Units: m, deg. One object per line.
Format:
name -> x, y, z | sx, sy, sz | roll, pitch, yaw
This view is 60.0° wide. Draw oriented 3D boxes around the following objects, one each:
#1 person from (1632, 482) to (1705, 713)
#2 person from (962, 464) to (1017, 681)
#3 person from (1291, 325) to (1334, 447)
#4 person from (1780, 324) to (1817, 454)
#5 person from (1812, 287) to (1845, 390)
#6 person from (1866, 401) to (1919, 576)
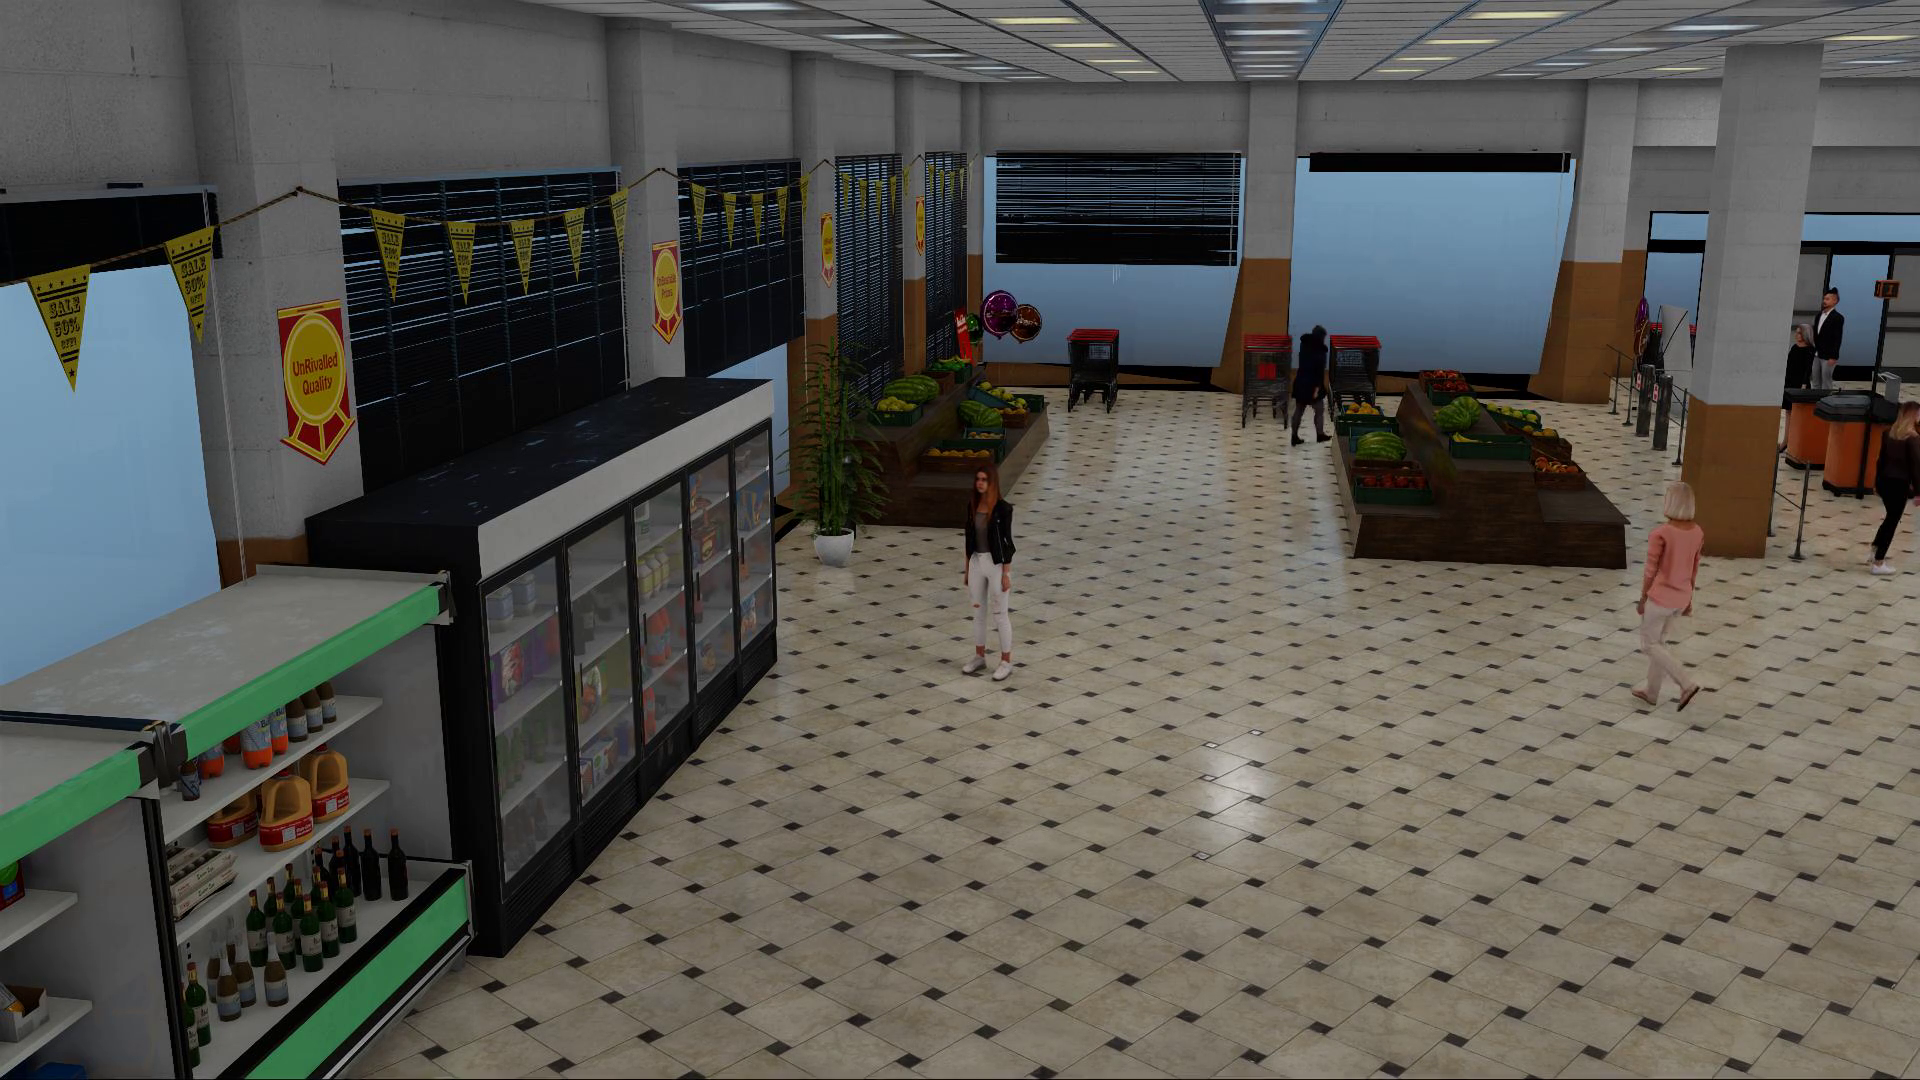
person -> 5.190, 0.449, 12.090 | 0.875, 1.702, 1.027 | -5, 14, -19
person -> 0.232, 0.233, 12.988 | 0.661, 1.697, 0.665 | 10, 17, 35
person -> 4.687, -2.082, 22.643 | 1.026, 1.645, 0.987 | -8, 16, -31
person -> 11.116, -2.005, 22.112 | 0.739, 1.747, 0.627 | -3, 14, -13
person -> 13.091, -2.843, 25.136 | 0.841, 1.948, 0.681 | -3, 14, -11
person -> 8.906, -0.491, 15.985 | 0.755, 1.691, 0.609 | -3, 14, -11
